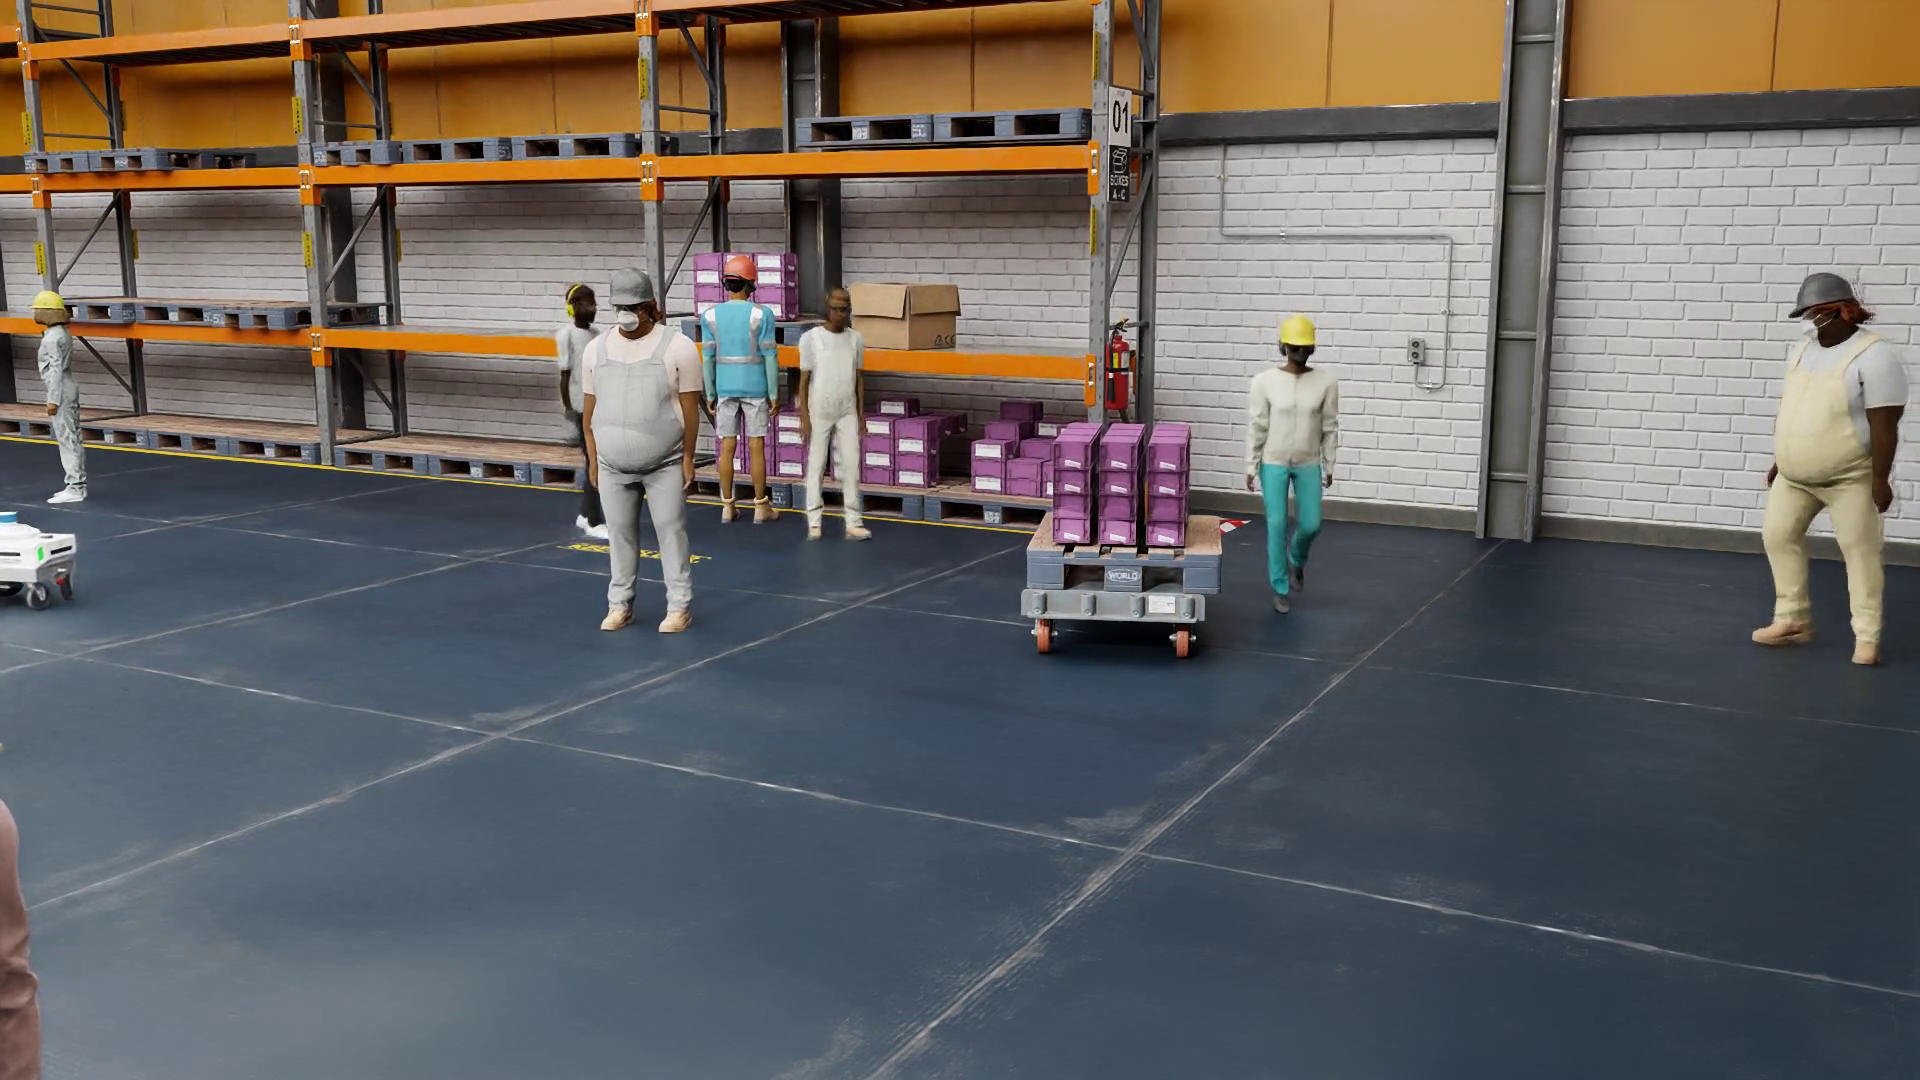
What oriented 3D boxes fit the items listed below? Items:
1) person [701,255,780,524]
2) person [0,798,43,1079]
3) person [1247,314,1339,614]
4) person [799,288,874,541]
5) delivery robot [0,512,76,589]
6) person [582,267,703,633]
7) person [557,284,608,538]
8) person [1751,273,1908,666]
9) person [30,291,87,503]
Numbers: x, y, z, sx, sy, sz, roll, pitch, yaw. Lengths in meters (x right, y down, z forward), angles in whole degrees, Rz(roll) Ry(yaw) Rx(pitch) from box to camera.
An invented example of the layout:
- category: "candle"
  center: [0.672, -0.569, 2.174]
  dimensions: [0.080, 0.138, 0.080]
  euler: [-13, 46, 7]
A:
- category: "person"
  center: [-1.662, -1.140, 12.715]
  dimensions: [0.605, 2.045, 0.376]
  euler: [2, 11, 12]
- category: "person"
  center: [-1.583, 0.889, 2.352]
  dimensions: [0.525, 1.769, 0.327]
  euler: [-3, 11, -18]
- category: "person"
  center: [1.939, -0.451, 9.761]
  dimensions: [0.537, 1.751, 0.505]
  euler: [0, 10, 2]
- category: "person"
  center: [-0.900, -0.882, 11.939]
  dimensions: [0.509, 1.820, 0.577]
  euler: [-4, 11, -23]
- category: "delivery robot"
  center: [-5.635, 0.078, 9.865]
  dimensions: [0.707, 0.478, 0.477]
  euler: [2, 11, 10]
- category: "person"
  center: [-1.771, -0.491, 9.164]
  dimensions: [0.683, 2.000, 0.536]
  euler: [1, 10, 7]
- category: "person"
  center: [-2.656, -0.922, 12.085]
  dimensions: [0.435, 1.848, 0.550]
  euler: [3, 11, 17]
- category: "person"
  center: [4.511, -0.401, 8.671]
  dimensions: [0.540, 2.000, 0.783]
  euler: [-3, 11, -17]
- category: "person"
  center: [-7.465, -1.183, 13.773]
  dimensions: [0.295, 1.744, 0.485]
  euler: [-3, 11, -17]
